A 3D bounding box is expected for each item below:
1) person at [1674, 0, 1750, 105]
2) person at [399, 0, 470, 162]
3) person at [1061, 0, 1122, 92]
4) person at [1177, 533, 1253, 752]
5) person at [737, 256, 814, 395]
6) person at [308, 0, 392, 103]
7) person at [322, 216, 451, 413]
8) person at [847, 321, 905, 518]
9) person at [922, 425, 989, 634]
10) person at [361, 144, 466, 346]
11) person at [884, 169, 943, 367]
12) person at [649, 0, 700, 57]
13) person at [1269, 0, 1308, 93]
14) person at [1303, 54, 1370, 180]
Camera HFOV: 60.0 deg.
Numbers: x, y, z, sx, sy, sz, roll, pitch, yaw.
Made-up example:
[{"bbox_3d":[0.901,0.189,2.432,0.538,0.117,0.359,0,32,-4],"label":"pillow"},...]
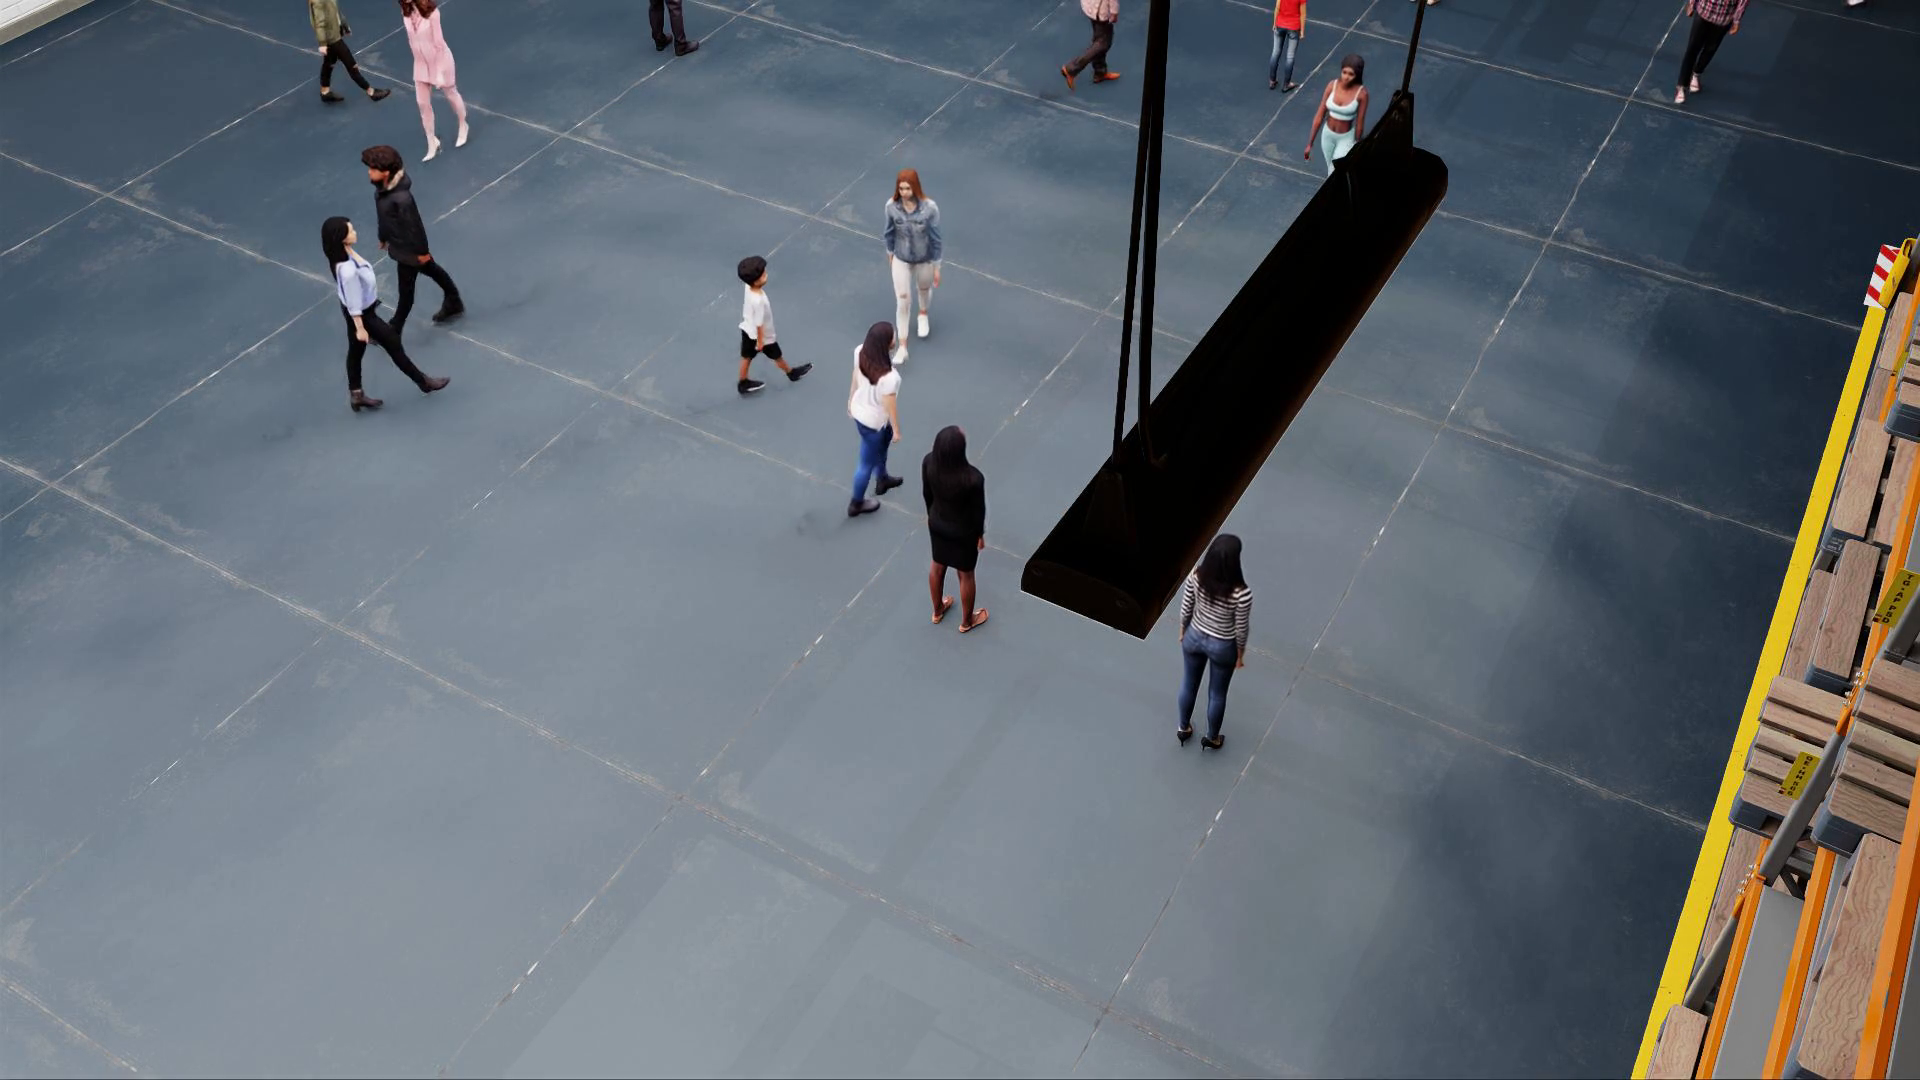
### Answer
[{"bbox_3d":[7.496,-5.249,16.481,0.797,1.729,1.039,14,45,14],"label":"person"},{"bbox_3d":[-4.899,-4.520,15.682,0.738,1.775,0.928,11,45,12],"label":"person"},{"bbox_3d":[1.315,-5.311,16.507,1.118,1.783,1.025,-15,46,-15],"label":"person"},{"bbox_3d":[1.543,0.652,10.239,0.575,1.795,0.495,23,48,23],"label":"person"},{"bbox_3d":[-1.650,-1.655,13.070,0.915,1.230,0.788,-18,46,-18],"label":"person"},{"bbox_3d":[-6.258,-4.944,16.372,0.999,1.438,0.993,-5,44,-5],"label":"person"},{"bbox_3d":[-4.679,-1.685,12.751,1.141,1.714,1.008,-18,47,-18],"label":"person"},{"bbox_3d":[-0.697,-0.819,11.886,0.896,1.654,0.802,-24,48,-23],"label":"person"},{"bbox_3d":[-0.040,-0.087,11.068,0.608,1.720,0.502,23,48,23],"label":"person"},{"bbox_3d":[-4.412,-2.437,13.530,1.204,1.728,0.948,-26,49,-25],"label":"person"},{"bbox_3d":[-0.350,-2.297,13.433,0.920,1.658,1.153,3,44,3],"label":"person"},{"bbox_3d":[-3.064,-5.900,17.085,0.714,1.838,0.547,23,48,23],"label":"person"},{"bbox_3d":[3.282,-5.139,16.670,0.483,1.308,0.468,23,48,23],"label":"person"},{"bbox_3d":[3.372,-3.530,14.711,0.678,1.681,1.155,29,51,27],"label":"person"}]
